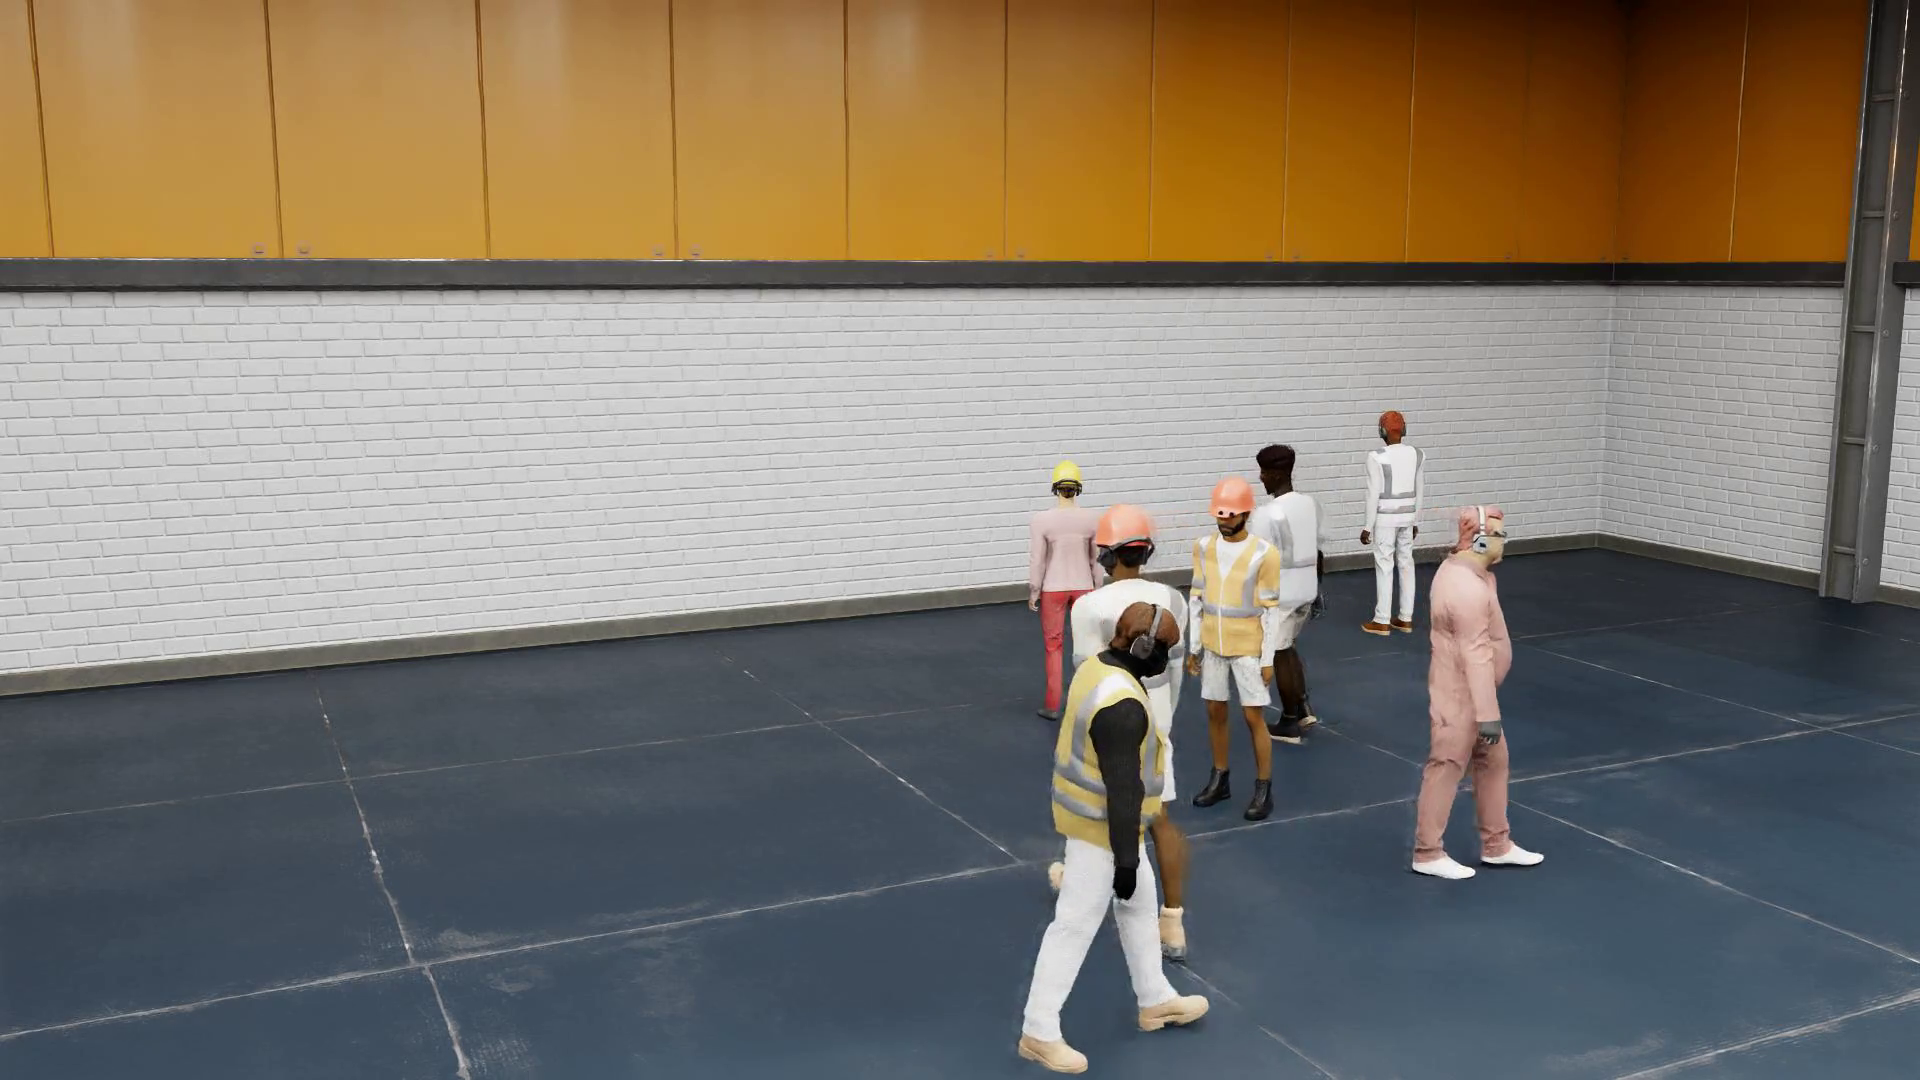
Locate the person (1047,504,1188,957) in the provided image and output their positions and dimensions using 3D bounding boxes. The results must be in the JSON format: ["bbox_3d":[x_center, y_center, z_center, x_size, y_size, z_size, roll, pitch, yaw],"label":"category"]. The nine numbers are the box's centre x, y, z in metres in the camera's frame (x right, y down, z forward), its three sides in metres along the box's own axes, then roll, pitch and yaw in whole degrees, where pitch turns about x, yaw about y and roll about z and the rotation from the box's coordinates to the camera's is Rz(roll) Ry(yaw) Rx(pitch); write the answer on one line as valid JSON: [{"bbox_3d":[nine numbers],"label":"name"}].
[{"bbox_3d":[0.753,0.829,7.585,0.631,1.985,1.051,-4,10,-25],"label":"person"}]

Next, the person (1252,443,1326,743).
[{"bbox_3d":[2.076,0.345,10.715,0.625,1.944,0.423,-8,12,-41],"label":"person"}]

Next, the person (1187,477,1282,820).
[{"bbox_3d":[1.507,0.594,9.274,0.546,1.919,0.433,8,12,40],"label":"person"}]

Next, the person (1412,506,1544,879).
[{"bbox_3d":[2.640,0.775,8.233,0.782,1.882,0.673,2,9,13],"label":"person"}]

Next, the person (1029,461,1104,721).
[{"bbox_3d":[0.715,0.344,11.282,0.528,1.767,0.329,-2,9,-11],"label":"person"}]

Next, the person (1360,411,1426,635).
[{"bbox_3d":[3.617,-0.142,13.931,0.573,1.886,0.357,-4,10,-23],"label":"person"}]

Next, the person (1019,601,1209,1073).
[{"bbox_3d":[0.638,1.119,6.429,0.890,1.777,0.707,0,9,-2],"label":"person"}]
